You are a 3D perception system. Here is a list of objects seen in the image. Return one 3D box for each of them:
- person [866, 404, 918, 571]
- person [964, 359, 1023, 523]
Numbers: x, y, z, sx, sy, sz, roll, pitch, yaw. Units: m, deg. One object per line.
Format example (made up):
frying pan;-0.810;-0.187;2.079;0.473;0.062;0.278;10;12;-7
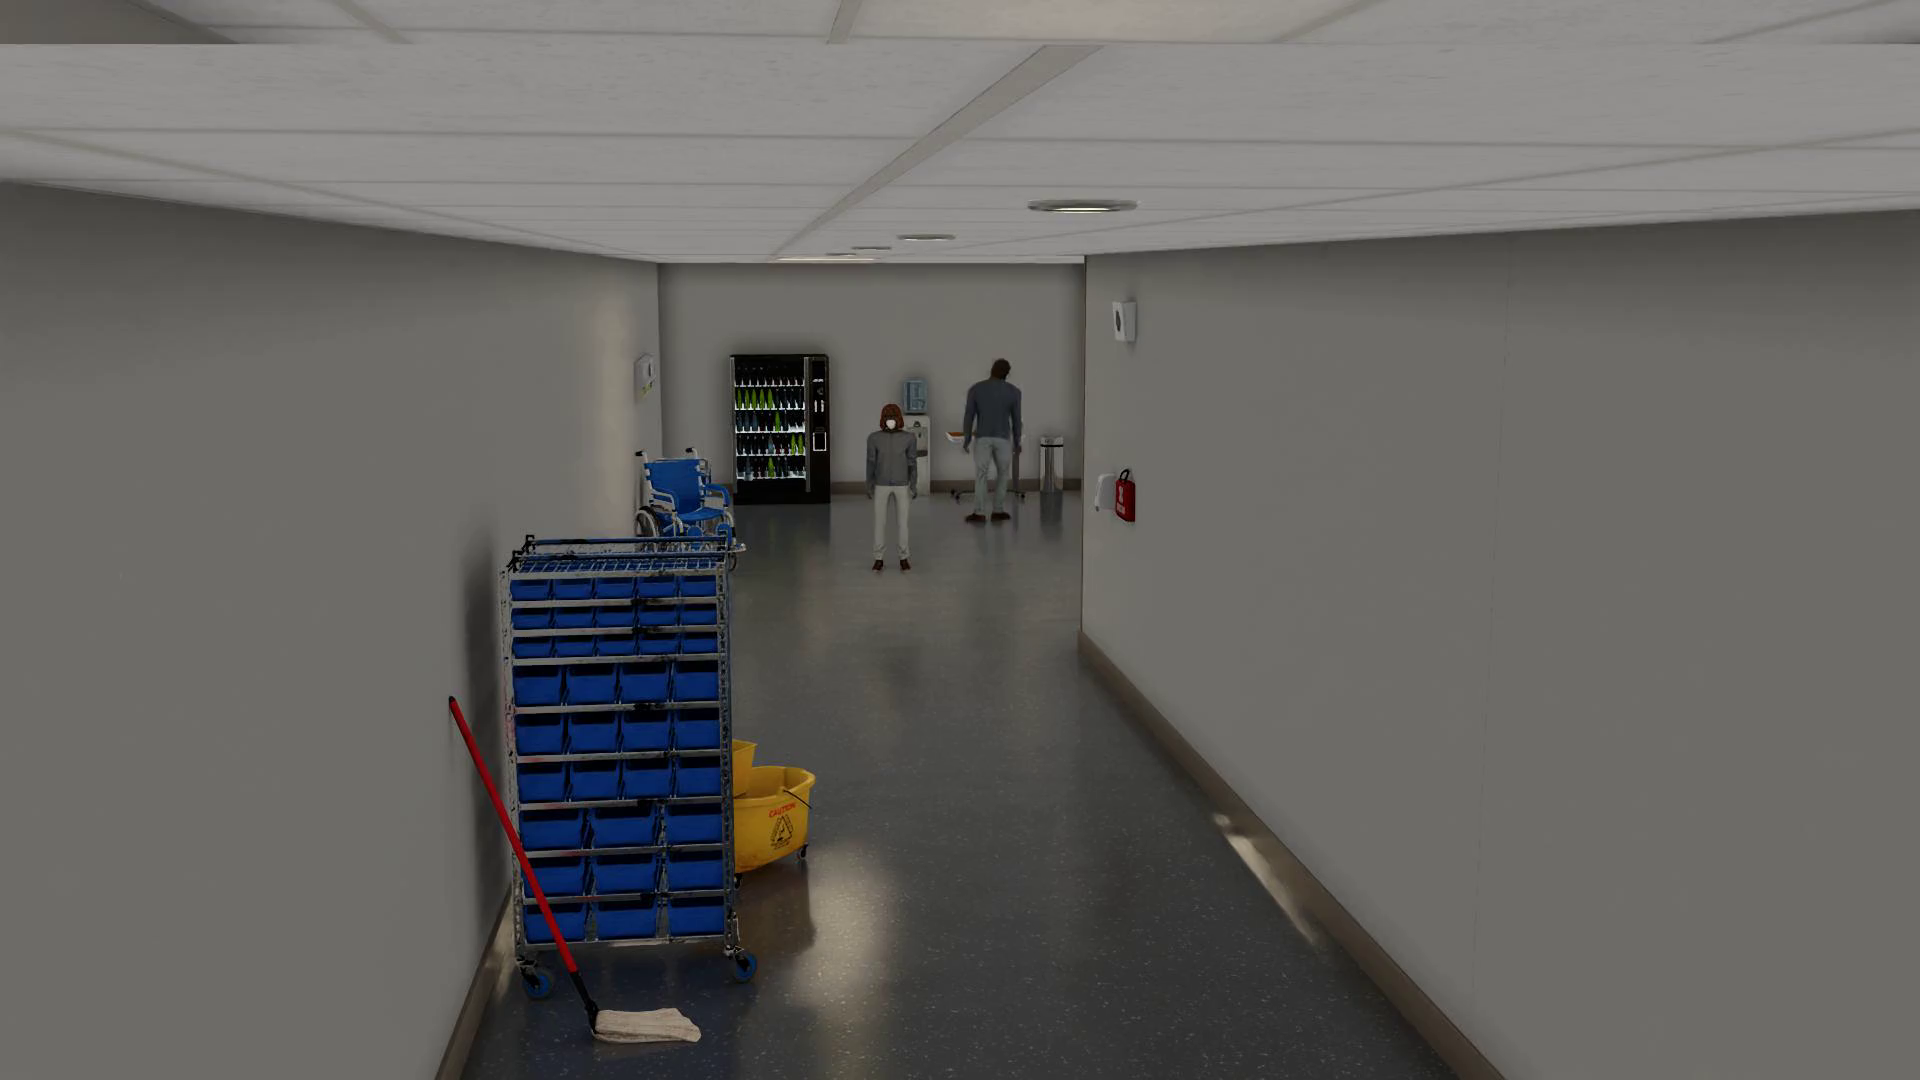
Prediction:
person;-0.663;-0.513;16.191;0.507;1.633;0.278;0;9;-3
person;0.386;-1.148;19.351;0.687;1.900;0.450;0;9;0
